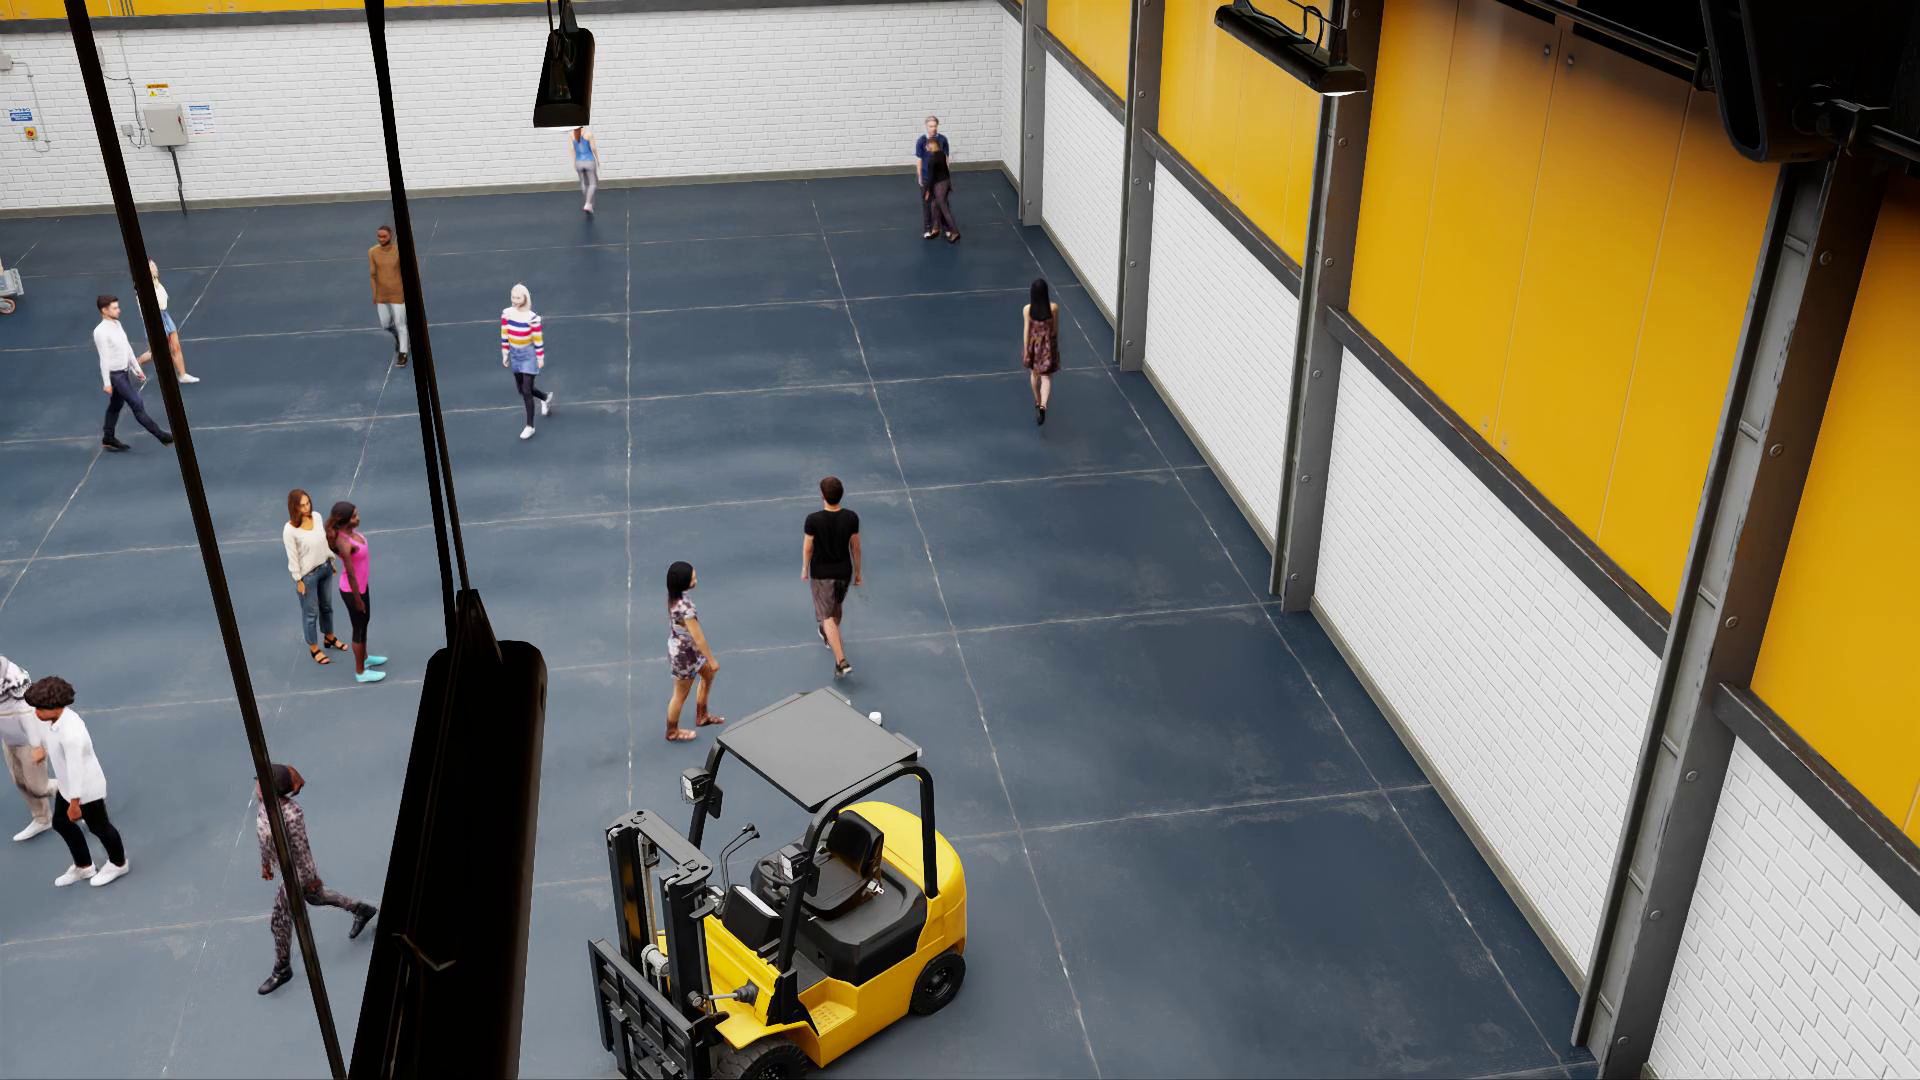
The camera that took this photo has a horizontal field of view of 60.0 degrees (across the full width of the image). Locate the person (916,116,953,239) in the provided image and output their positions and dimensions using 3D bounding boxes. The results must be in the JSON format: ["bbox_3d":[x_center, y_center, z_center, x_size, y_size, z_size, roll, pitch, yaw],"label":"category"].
[{"bbox_3d":[-0.439,-5.549,25.399,0.716,1.866,0.582,-3,29,-5],"label":"person"}]

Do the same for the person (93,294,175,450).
[{"bbox_3d":[-9.552,-1.852,18.659,0.811,1.831,1.178,0,29,0],"label":"person"}]

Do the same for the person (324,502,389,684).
[{"bbox_3d":[-5.310,0.434,14.582,0.604,1.721,0.474,-5,29,-10],"label":"person"}]

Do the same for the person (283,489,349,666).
[{"bbox_3d":[-5.794,0.295,14.880,0.767,1.682,0.665,12,31,21],"label":"person"}]

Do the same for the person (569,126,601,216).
[{"bbox_3d":[-5.946,-5.952,26.423,0.758,1.593,0.995,4,29,7],"label":"person"}]

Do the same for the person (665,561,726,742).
[{"bbox_3d":[-2.336,0.959,13.632,0.711,1.710,0.716,-9,30,-15],"label":"person"}]

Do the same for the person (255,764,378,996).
[{"bbox_3d":[-4.473,2.217,11.365,1.144,1.672,1.107,24,37,36],"label":"person"}]

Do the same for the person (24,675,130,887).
[{"bbox_3d":[-6.347,1.732,12.123,0.897,1.798,0.834,-25,37,-38],"label":"person"}]

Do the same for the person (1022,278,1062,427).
[{"bbox_3d":[0.953,-2.148,19.290,0.777,1.746,1.190,1,29,2],"label":"person"}]

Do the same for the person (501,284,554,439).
[{"bbox_3d":[-4.981,-2.109,19.177,0.997,1.786,1.153,11,30,19],"label":"person"}]

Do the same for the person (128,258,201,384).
[{"bbox_3d":[-9.886,-2.644,20.342,0.835,1.611,1.019,0,29,0],"label":"person"}]

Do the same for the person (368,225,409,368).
[{"bbox_3d":[-7.151,-3.115,21.000,0.724,1.806,0.855,-1,29,-2],"label":"person"}]

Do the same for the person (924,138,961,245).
[{"bbox_3d":[-0.205,-5.244,25.092,0.874,1.626,0.852,13,31,23],"label":"person"}]

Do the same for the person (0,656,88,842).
[{"bbox_3d":[-7.016,1.445,12.617,0.961,1.830,1.022,18,33,30],"label":"person"}]

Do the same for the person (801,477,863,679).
[{"bbox_3d":[-1.120,0.341,14.635,0.873,1.835,1.280,-13,31,-22],"label":"person"}]
